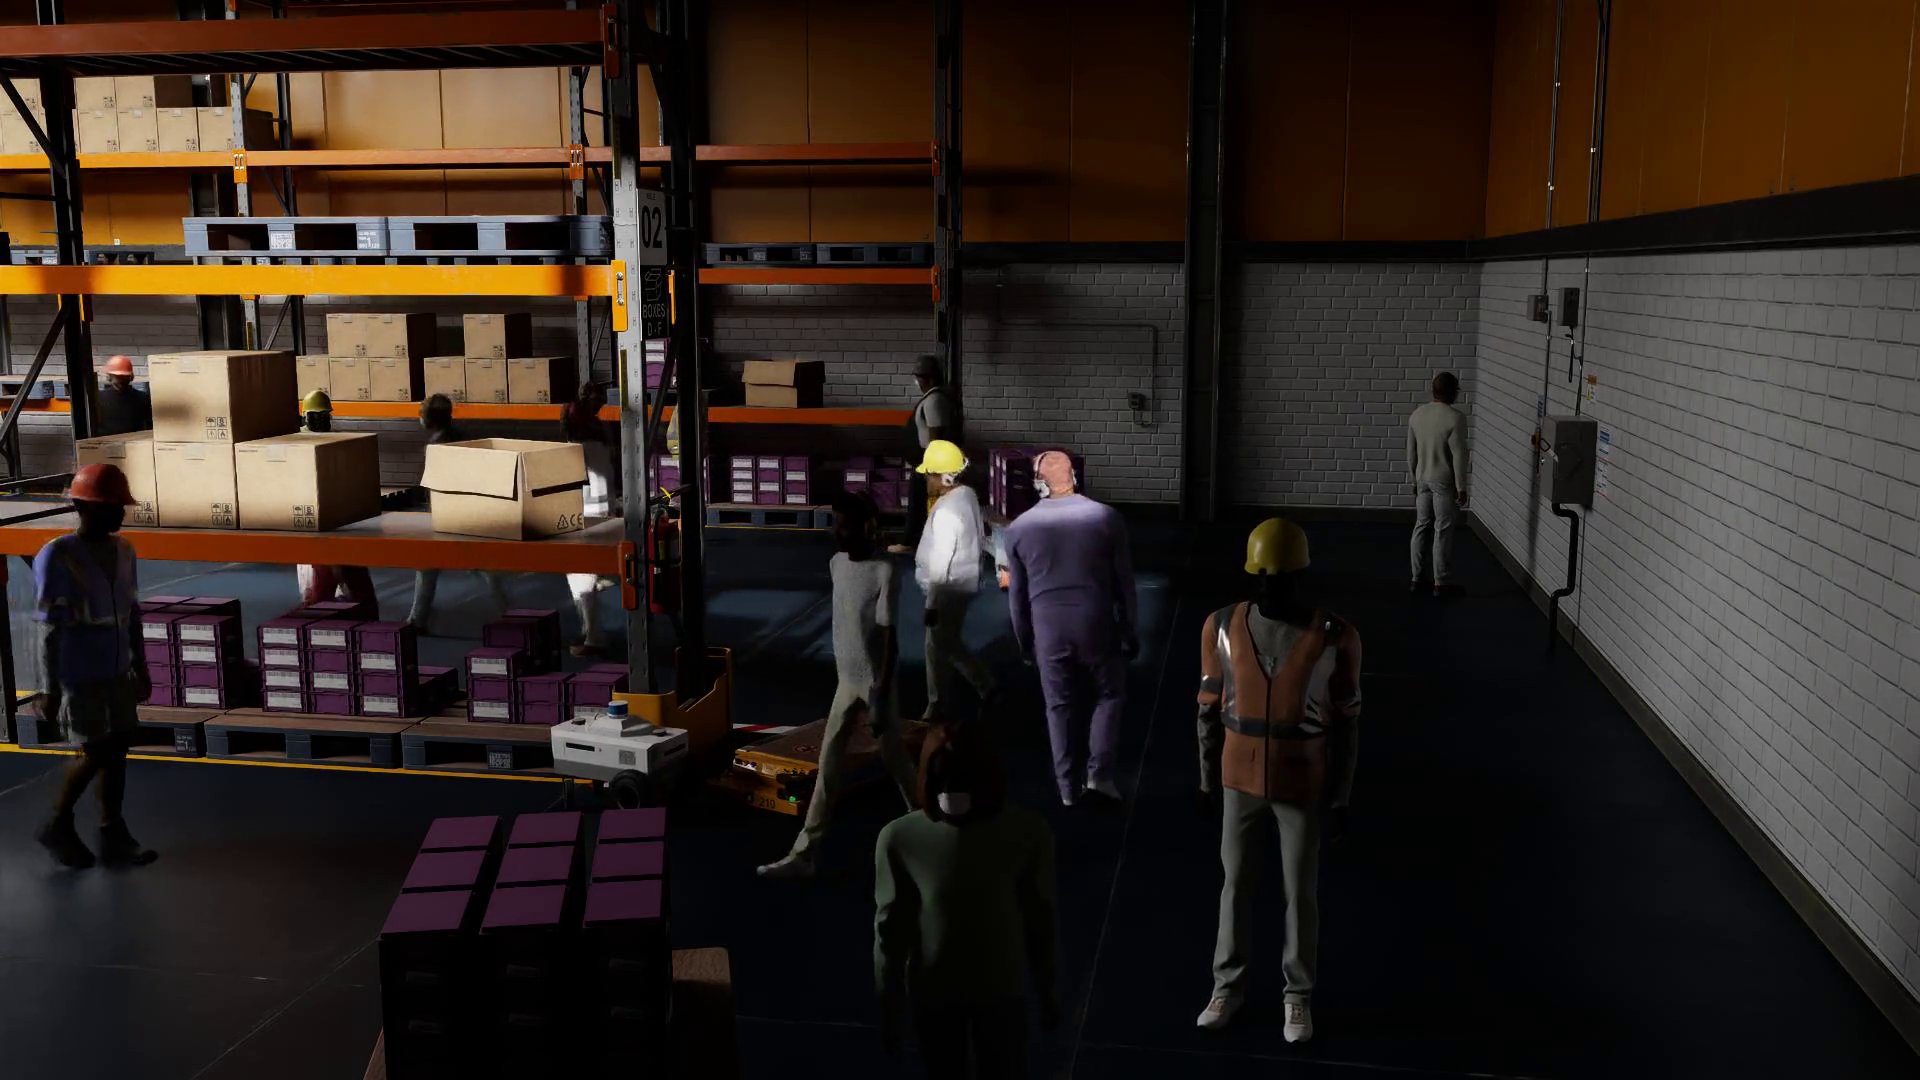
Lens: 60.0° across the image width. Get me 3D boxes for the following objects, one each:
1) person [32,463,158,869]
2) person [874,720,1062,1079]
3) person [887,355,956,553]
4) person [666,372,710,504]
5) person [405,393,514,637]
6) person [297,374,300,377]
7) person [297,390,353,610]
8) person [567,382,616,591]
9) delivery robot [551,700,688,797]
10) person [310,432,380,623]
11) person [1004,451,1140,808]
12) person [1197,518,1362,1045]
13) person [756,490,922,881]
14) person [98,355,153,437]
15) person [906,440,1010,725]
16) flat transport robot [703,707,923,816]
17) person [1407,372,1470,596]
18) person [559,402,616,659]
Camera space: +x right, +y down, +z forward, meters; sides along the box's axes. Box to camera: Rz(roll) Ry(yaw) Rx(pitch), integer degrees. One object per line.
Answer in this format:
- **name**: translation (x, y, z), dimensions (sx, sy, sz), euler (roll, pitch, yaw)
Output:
- **person**: translation (-4.027, 0.603, 7.755), dimensions (0.517, 1.921, 0.599), euler (2, 9, 13)
- **person**: translation (0.019, 1.295, 4.462), dimensions (0.512, 1.577, 0.799), euler (0, 9, 2)
- **person**: translation (-0.190, -0.869, 16.474), dimensions (0.980, 2.000, 0.694), euler (1, 9, 9)
- **person**: translation (-2.778, -0.855, 17.007), dimensions (0.429, 1.844, 0.626), euler (0, 9, -1)
- **person**: translation (-3.855, -0.177, 12.660), dimensions (1.017, 1.900, 0.626), euler (2, 9, 12)
- **person**: translation (-6.886, -0.896, 16.979), dimensions (0.370, 1.930, 0.551), euler (-5, 10, -28)
- **person**: translation (-5.254, -0.316, 13.685), dimensions (0.404, 1.835, 0.587), euler (6, 11, 32)
- **person**: translation (-3.258, -0.472, 14.641), dimensions (0.345, 1.840, 0.504), euler (2, 9, 14)
- **delivery robot**: translation (-1.780, 1.081, 8.684), dimensions (0.707, 0.478, 0.477), euler (5, 10, 25)
- **person**: translation (-4.249, 0.122, 11.336), dimensions (0.920, 1.725, 0.537), euler (1, 9, 7)
- **person**: translation (0.579, 0.481, 8.625), dimensions (0.694, 1.885, 0.425), euler (2, 9, 10)
- **person**: translation (1.141, 0.870, 6.038), dimensions (0.589, 1.927, 0.388), euler (4, 10, 22)
- **person**: translation (-0.468, 0.671, 7.666), dimensions (0.983, 1.805, 0.538), euler (-9, 13, -44)
- **person**: translation (-8.269, -0.843, 16.502), dimensions (0.649, 1.975, 0.475), euler (-7, 11, -36)
- **person**: translation (-0.050, 0.291, 9.974), dimensions (0.565, 1.811, 0.611), euler (2, 9, 12)
- **flat transport robot**: translation (-0.694, 1.191, 9.168), dimensions (0.652, 0.197, 1.431), euler (6, 11, 33)
- **person**: translation (4.153, -0.487, 14.421), dimensions (0.357, 1.937, 0.638), euler (-5, 11, -29)
- **person**: translation (-2.774, -0.062, 11.994), dimensions (0.524, 1.867, 0.610), euler (3, 10, 20)
